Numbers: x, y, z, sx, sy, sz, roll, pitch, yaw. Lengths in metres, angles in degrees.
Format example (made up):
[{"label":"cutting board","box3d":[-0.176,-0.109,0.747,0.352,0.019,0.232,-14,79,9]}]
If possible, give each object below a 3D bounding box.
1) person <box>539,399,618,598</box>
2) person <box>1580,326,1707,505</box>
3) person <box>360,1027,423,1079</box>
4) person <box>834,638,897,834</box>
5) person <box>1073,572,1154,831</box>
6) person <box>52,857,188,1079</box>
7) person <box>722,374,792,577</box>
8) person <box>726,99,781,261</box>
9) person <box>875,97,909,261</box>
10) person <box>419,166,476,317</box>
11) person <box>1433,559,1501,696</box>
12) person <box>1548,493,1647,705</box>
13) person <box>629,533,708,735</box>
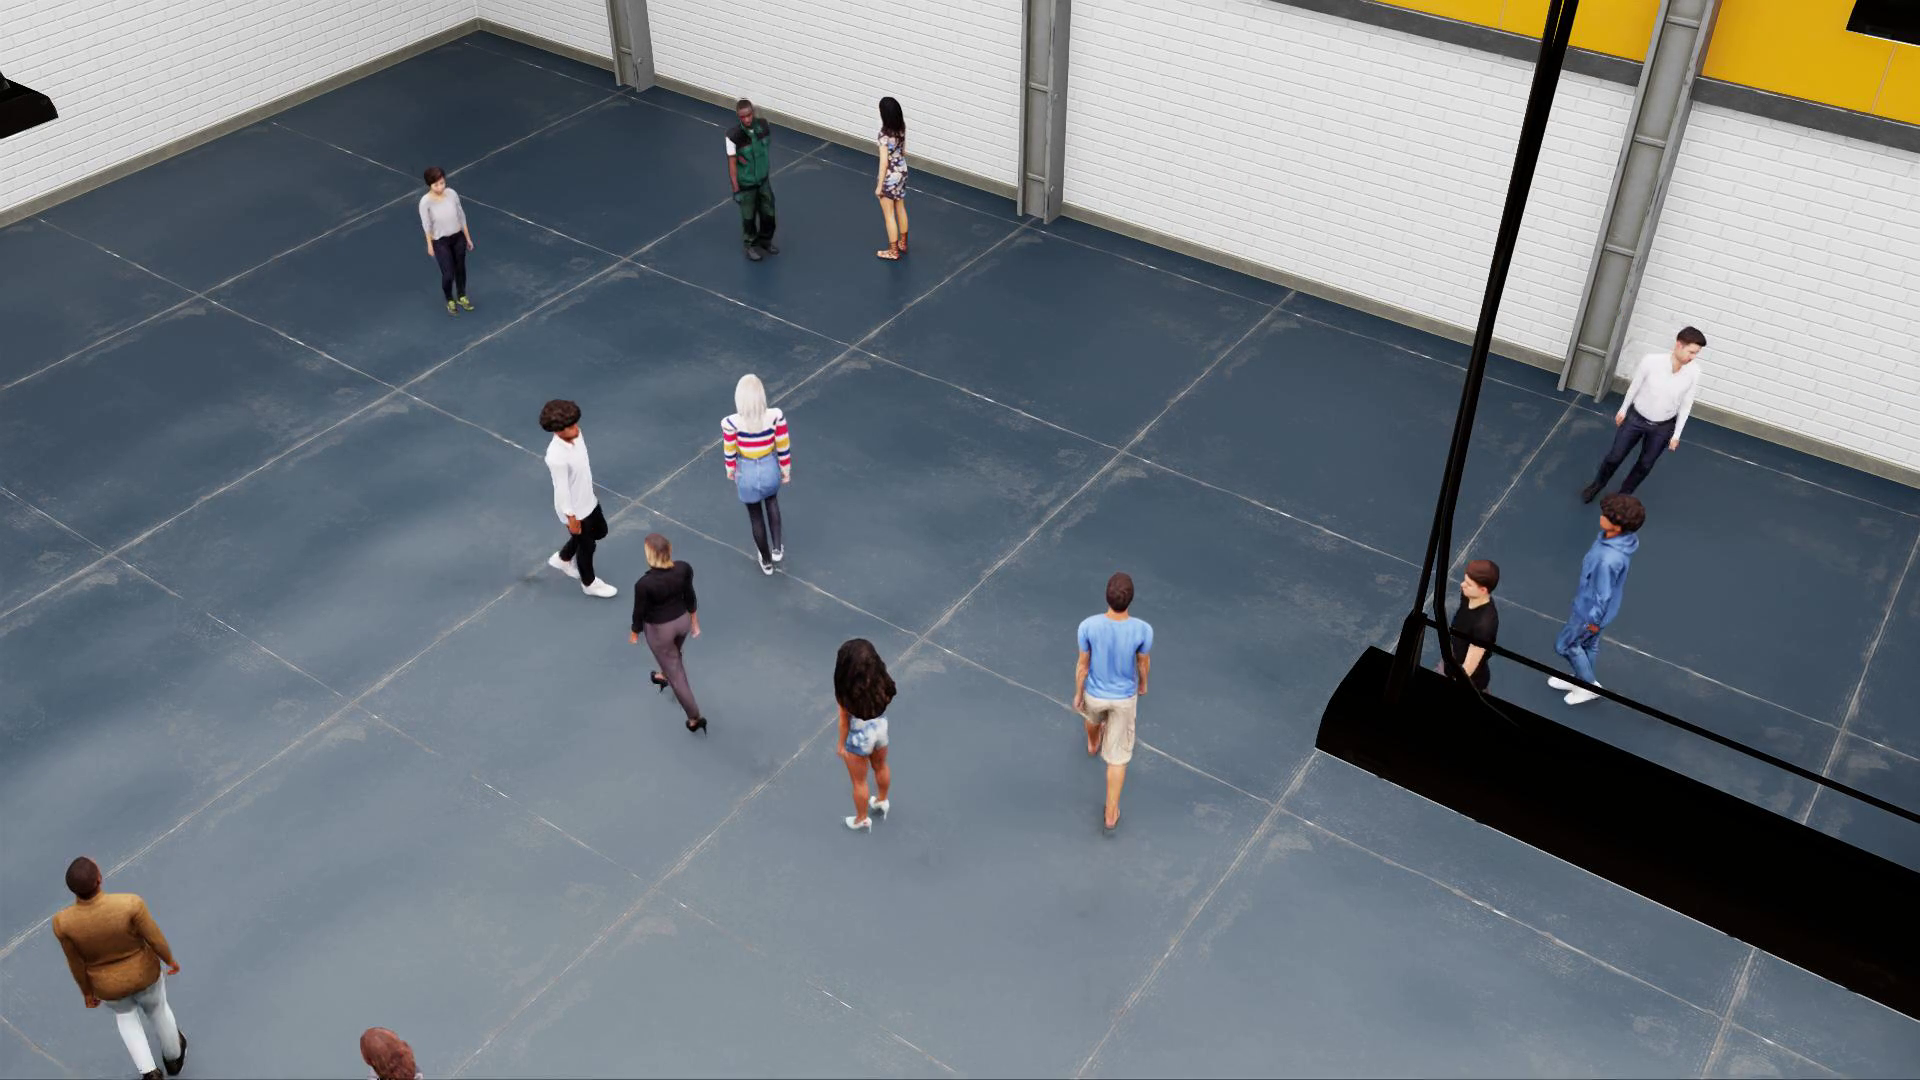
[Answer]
[{"label":"person","box3d":[-2.983,-0.315,12.612,0.907,1.801,0.822,5,39,6]},{"label":"person","box3d":[5.546,-0.997,13.433,0.699,1.842,0.896,23,44,26]},{"label":"person","box3d":[-3.000,2.997,9.028,0.614,1.097,0.576,5,39,6]},{"label":"person","box3d":[-0.615,1.267,10.771,0.579,1.626,0.579,29,47,31]},{"label":"person","box3d":[0.988,1.070,10.863,1.266,1.820,1.085,5,39,6]},{"label":"person","box3d":[-4.588,2.451,9.147,0.867,1.804,0.958,-15,41,-18]},{"label":"person","box3d":[-1.544,-0.451,12.784,0.761,1.800,0.799,-11,40,-13]},{"label":"person","box3d":[-2.117,-3.642,16.781,0.788,1.797,0.793,27,46,30]},{"label":"person","box3d":[-0.684,-3.670,16.866,0.527,1.736,0.607,21,43,24]},{"label":"person","box3d":[-5.000,-2.949,16.120,0.572,1.539,0.595,32,48,34]},{"label":"person","box3d":[3.445,0.909,11.071,1.262,1.813,1.146,-3,39,-4]},{"label":"person","box3d":[4.553,0.445,11.665,0.672,1.796,0.699,18,42,21]},{"label":"person","box3d":[-1.948,0.697,11.474,0.998,1.640,0.696,30,47,32]}]
